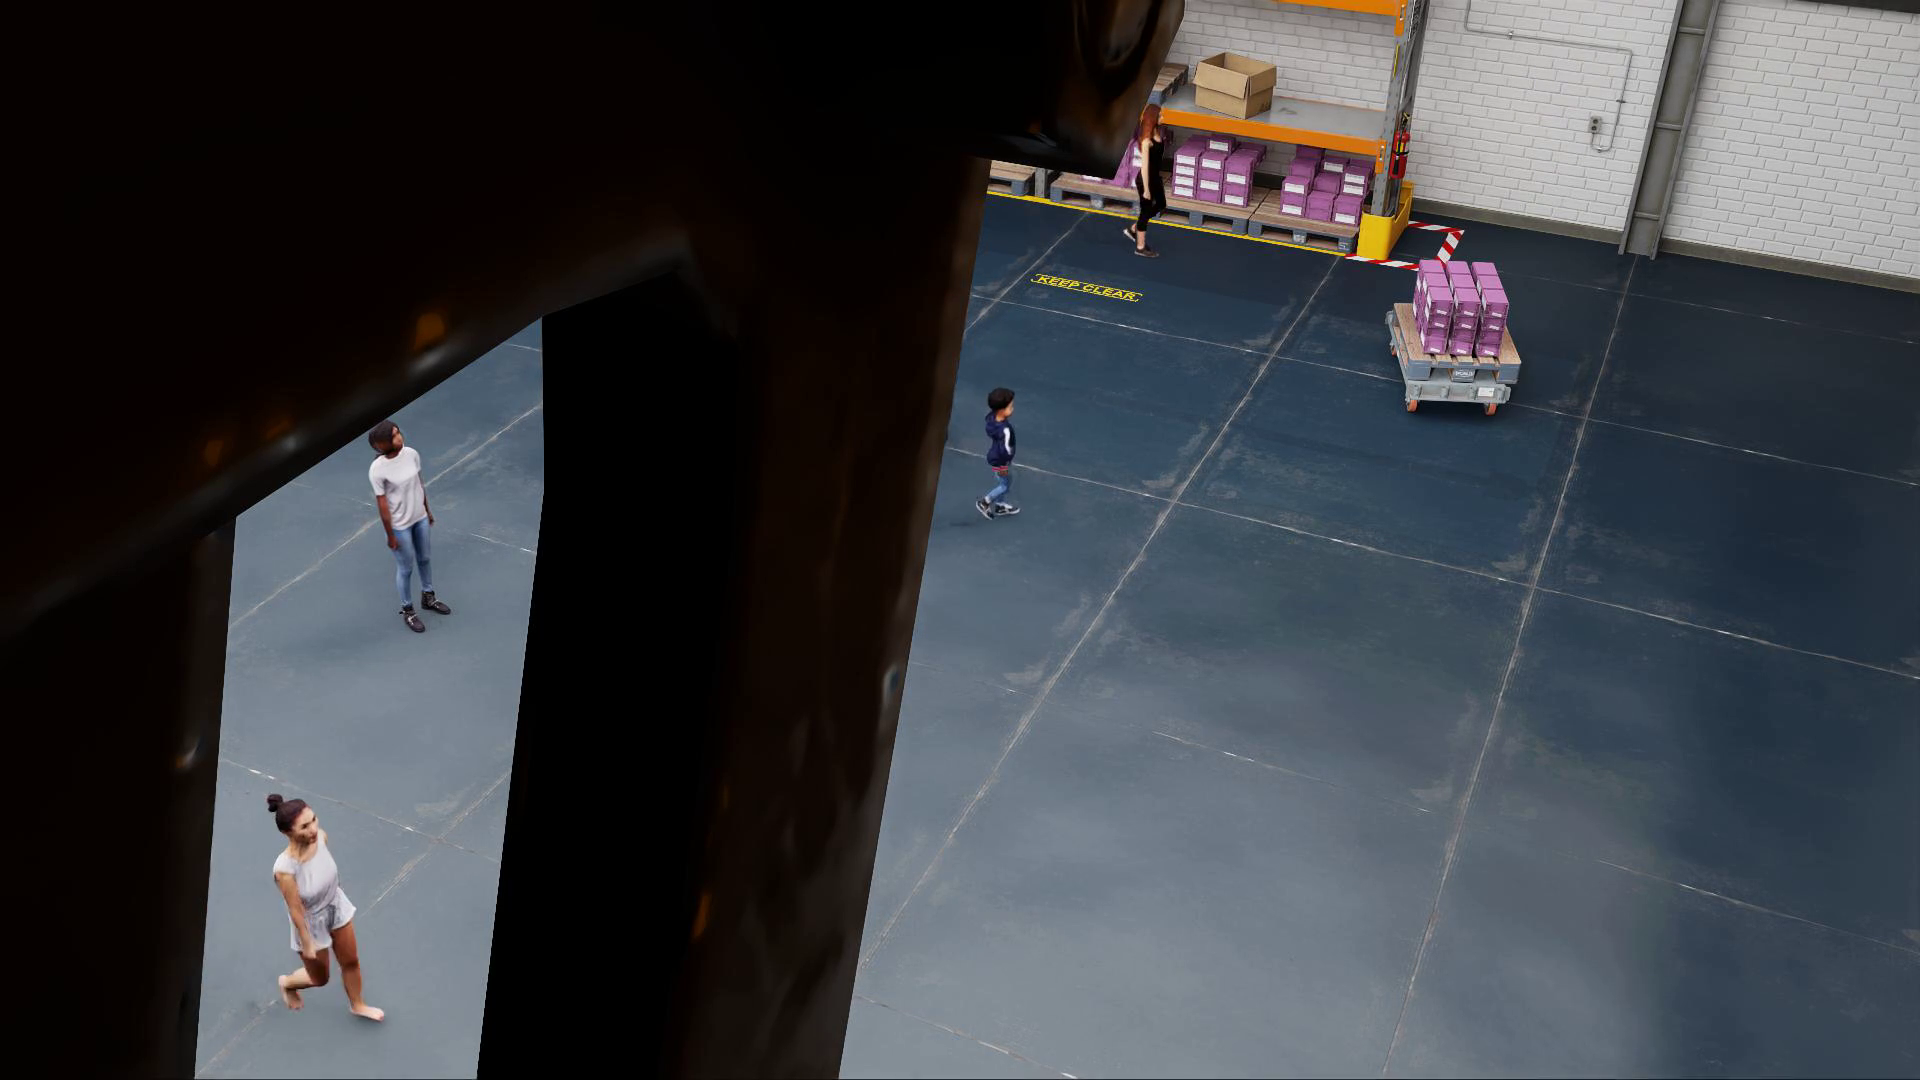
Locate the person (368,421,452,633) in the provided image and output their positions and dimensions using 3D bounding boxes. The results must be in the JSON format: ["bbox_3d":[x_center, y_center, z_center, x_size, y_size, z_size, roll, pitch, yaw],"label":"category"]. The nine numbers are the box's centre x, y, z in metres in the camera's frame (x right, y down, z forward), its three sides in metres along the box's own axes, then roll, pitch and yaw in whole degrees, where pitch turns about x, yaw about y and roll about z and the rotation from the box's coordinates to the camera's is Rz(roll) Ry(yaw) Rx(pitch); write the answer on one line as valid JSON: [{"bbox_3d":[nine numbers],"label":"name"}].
[{"bbox_3d":[-4.131,-0.130,12.409,0.546,1.718,0.606,19,38,26],"label":"person"}]

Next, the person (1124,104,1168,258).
[{"bbox_3d":[1.982,-3.923,18.115,0.652,1.719,0.595,15,36,21],"label":"person"}]

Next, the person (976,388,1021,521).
[{"bbox_3d":[0.295,-0.701,13.722,0.732,1.216,0.667,-6,34,-9],"label":"person"}]

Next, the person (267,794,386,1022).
[{"bbox_3d":[-3.615,2.076,9.205,0.843,1.593,0.640,9,35,14],"label":"person"}]
